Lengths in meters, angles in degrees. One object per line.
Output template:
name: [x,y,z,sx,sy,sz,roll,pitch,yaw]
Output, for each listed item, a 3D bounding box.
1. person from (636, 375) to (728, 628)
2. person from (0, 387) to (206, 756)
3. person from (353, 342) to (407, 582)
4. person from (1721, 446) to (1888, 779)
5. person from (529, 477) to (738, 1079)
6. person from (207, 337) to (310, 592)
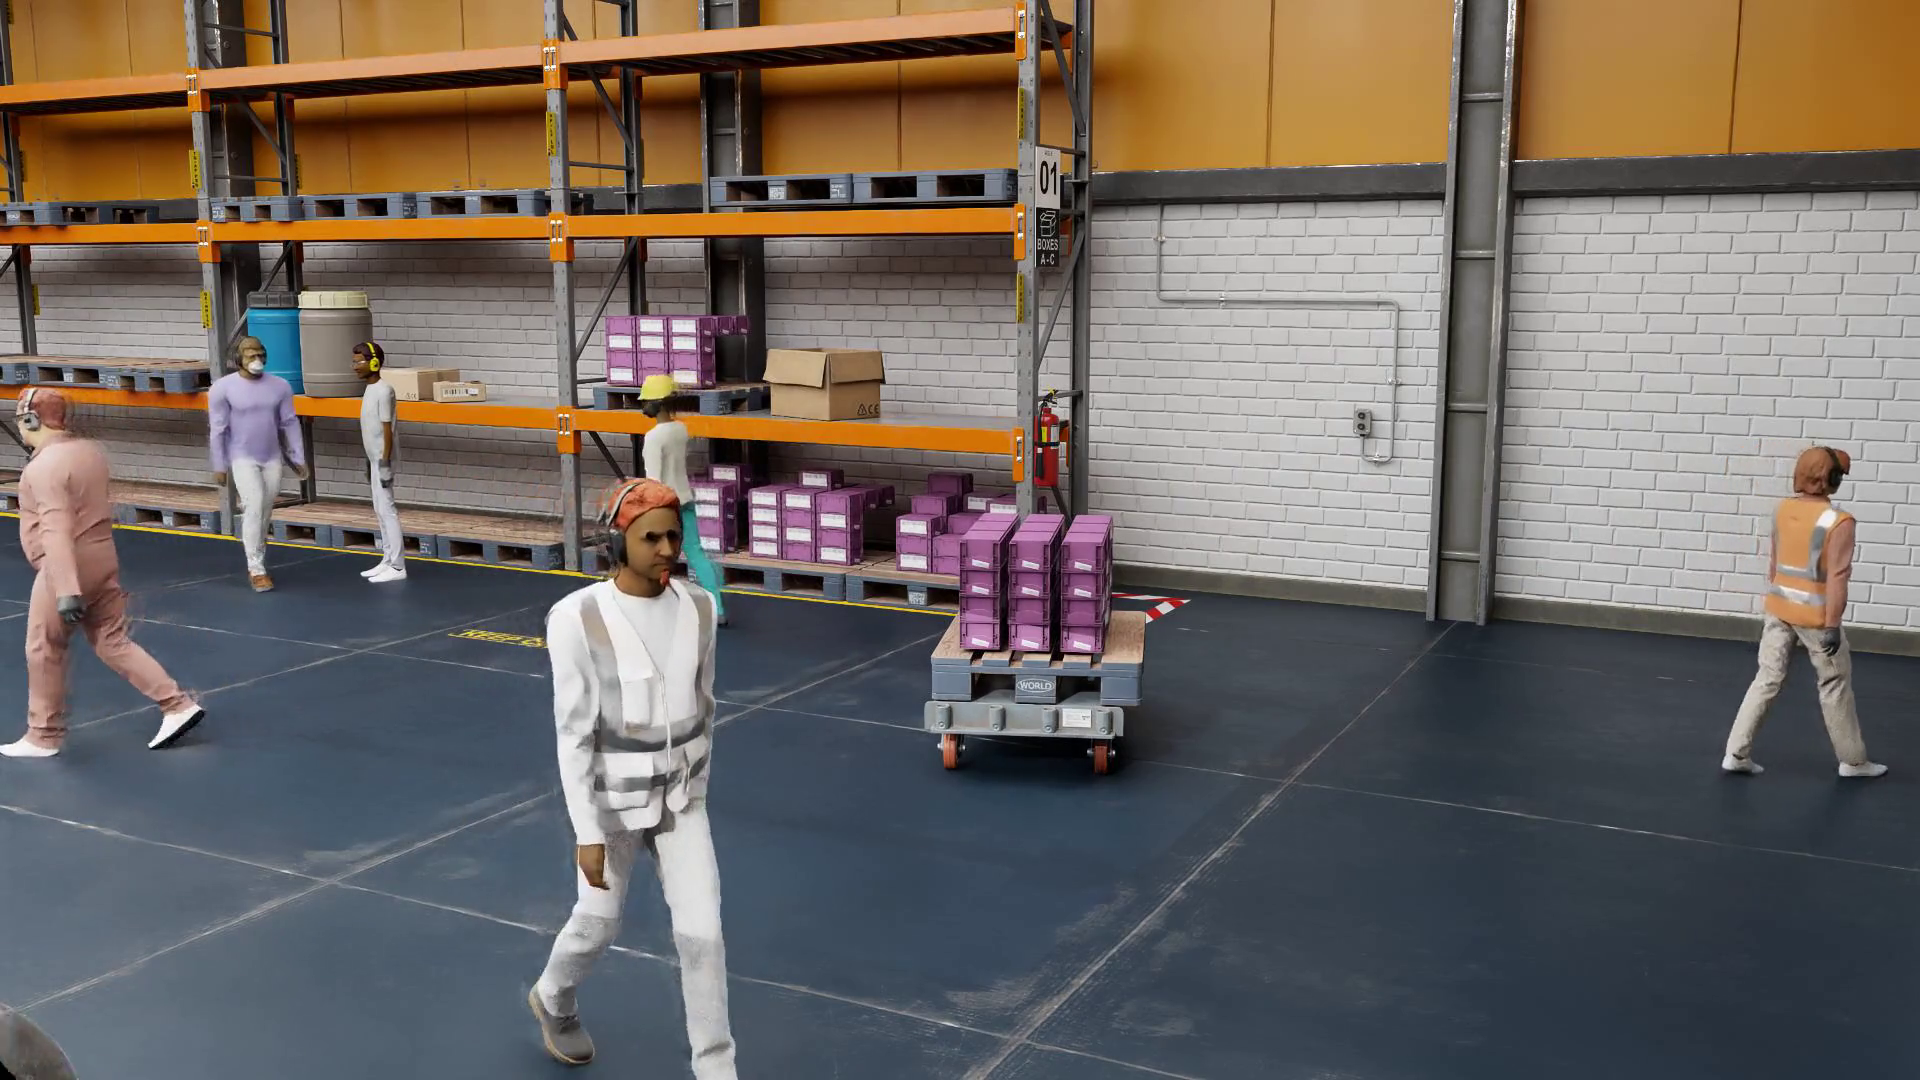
person: [-1.984,-0.245,11.159,0.911,1.721,0.523,4,10,23]
person: [-4.309,0.164,8.248,0.919,1.858,0.697,0,9,-3]
person: [-4.523,-0.605,12.940,0.328,1.862,0.515,-6,11,-32]
person: [4.010,0.353,7.842,0.781,1.597,0.535,-2,10,-15]
person: [-0.942,0.733,4.761,0.565,1.849,0.945,-8,12,-41]
person: [-5.276,-0.573,12.607,0.809,1.909,0.644,8,12,39]
